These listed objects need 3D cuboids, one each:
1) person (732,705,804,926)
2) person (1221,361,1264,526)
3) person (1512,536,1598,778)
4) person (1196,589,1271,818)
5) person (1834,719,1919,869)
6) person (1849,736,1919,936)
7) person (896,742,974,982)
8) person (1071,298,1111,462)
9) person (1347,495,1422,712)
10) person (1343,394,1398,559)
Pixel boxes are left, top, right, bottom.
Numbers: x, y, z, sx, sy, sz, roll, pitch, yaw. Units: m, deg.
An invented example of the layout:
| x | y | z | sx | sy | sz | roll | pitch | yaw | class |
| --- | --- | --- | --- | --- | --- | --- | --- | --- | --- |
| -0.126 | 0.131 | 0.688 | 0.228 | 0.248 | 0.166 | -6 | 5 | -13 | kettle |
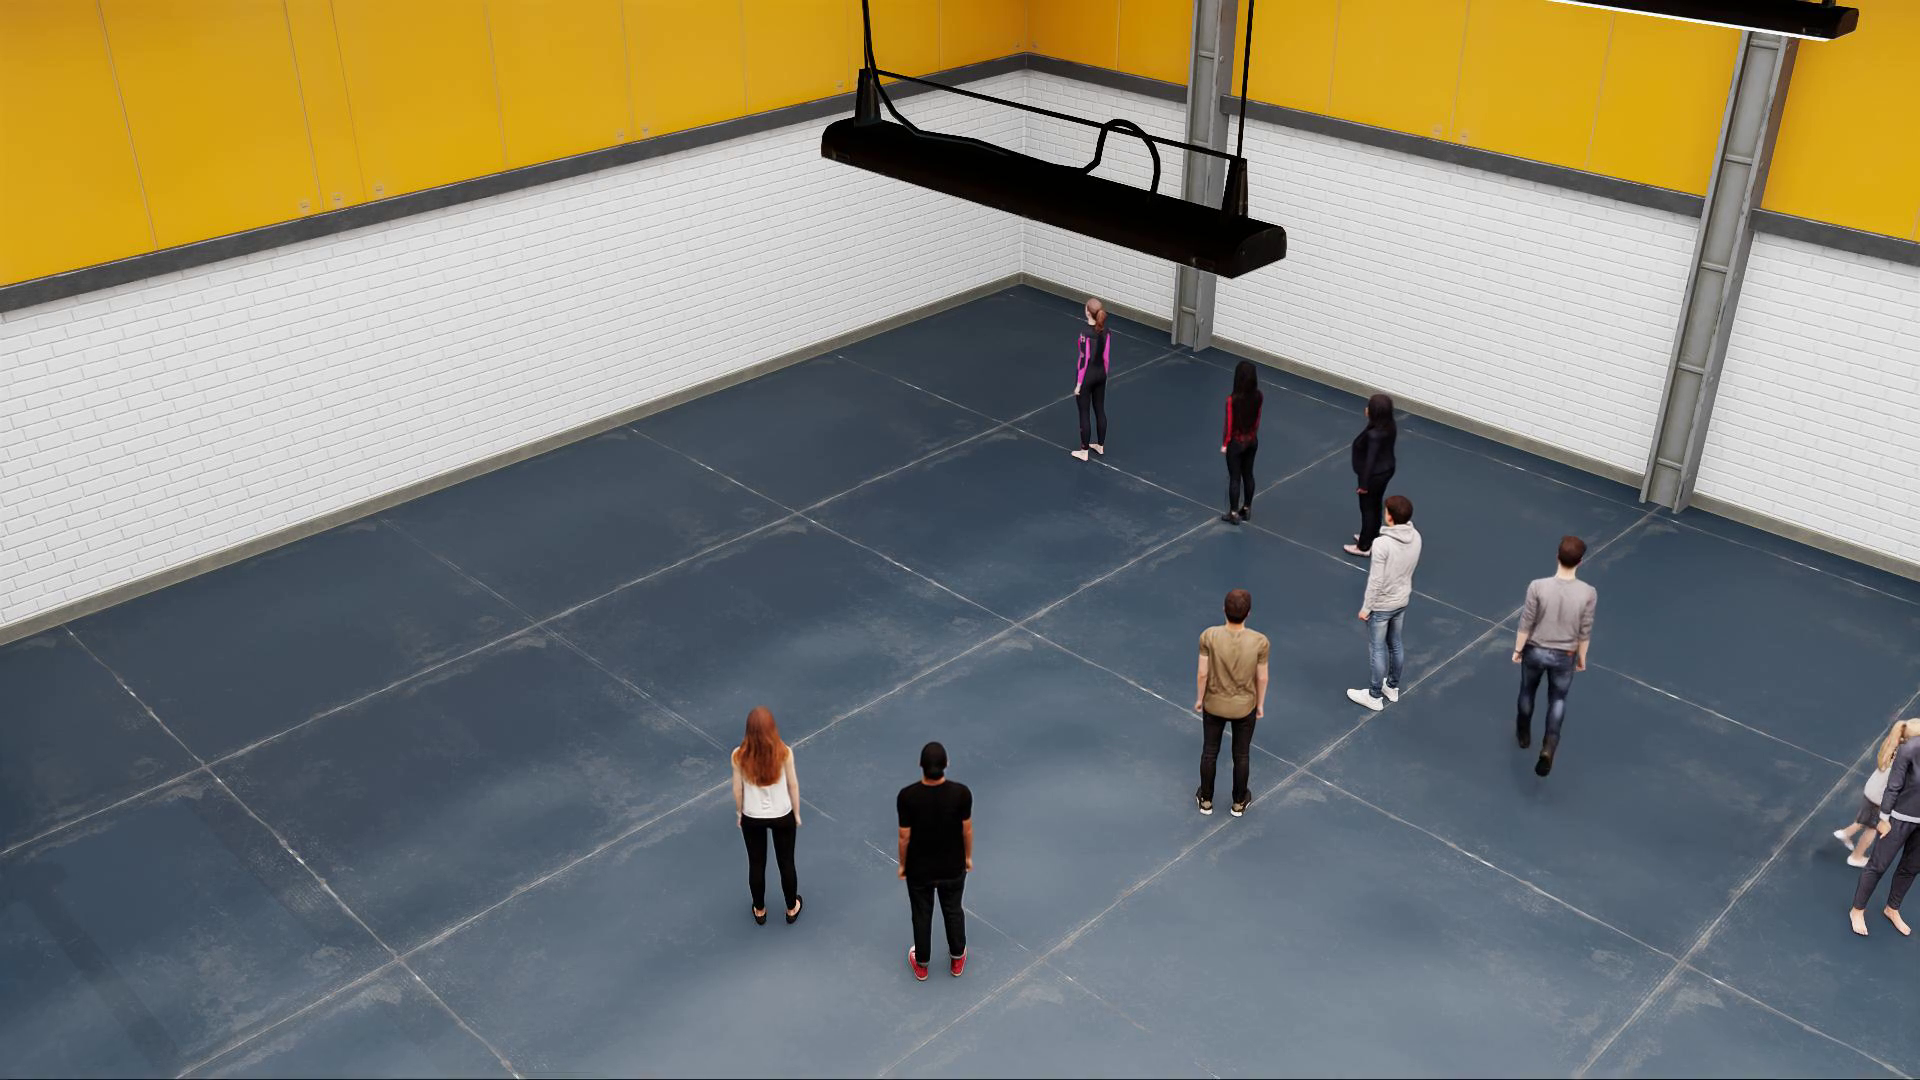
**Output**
| x | y | z | sx | sy | sz | roll | pitch | yaw | class |
| --- | --- | --- | --- | --- | --- | --- | --- | --- | --- |
| -1.258 | 1.808 | 10.921 | 0.650 | 1.722 | 0.700 | -1 | 29 | -3 | person |
| 2.724 | -0.933 | 16.015 | 0.634 | 1.656 | 0.589 | -16 | 33 | -27 | person |
| 4.432 | 0.889 | 12.439 | 1.134 | 1.882 | 1.061 | 8 | 30 | 14 | person |
| 1.939 | 1.170 | 11.955 | 0.705 | 1.852 | 0.810 | 5 | 29 | 10 | person |
| 6.360 | 1.737 | 11.533 | 0.713 | 1.260 | 0.643 | 9 | 30 | 15 | person |
| 6.224 | 1.807 | 10.874 | 0.683 | 1.768 | 0.738 | -1 | 29 | -1 | person |
| -0.159 | 2.023 | 10.489 | 0.709 | 1.757 | 0.737 | -4 | 29 | -7 | person |
| 1.362 | -1.678 | 17.281 | 0.598 | 1.751 | 0.587 | -20 | 34 | -32 | person |
| 3.398 | 0.491 | 13.199 | 0.699 | 1.852 | 0.600 | -21 | 35 | -33 | person |
| 3.877 | -0.618 | 15.480 | 0.715 | 1.615 | 0.717 | 14 | 32 | 24 | person |
